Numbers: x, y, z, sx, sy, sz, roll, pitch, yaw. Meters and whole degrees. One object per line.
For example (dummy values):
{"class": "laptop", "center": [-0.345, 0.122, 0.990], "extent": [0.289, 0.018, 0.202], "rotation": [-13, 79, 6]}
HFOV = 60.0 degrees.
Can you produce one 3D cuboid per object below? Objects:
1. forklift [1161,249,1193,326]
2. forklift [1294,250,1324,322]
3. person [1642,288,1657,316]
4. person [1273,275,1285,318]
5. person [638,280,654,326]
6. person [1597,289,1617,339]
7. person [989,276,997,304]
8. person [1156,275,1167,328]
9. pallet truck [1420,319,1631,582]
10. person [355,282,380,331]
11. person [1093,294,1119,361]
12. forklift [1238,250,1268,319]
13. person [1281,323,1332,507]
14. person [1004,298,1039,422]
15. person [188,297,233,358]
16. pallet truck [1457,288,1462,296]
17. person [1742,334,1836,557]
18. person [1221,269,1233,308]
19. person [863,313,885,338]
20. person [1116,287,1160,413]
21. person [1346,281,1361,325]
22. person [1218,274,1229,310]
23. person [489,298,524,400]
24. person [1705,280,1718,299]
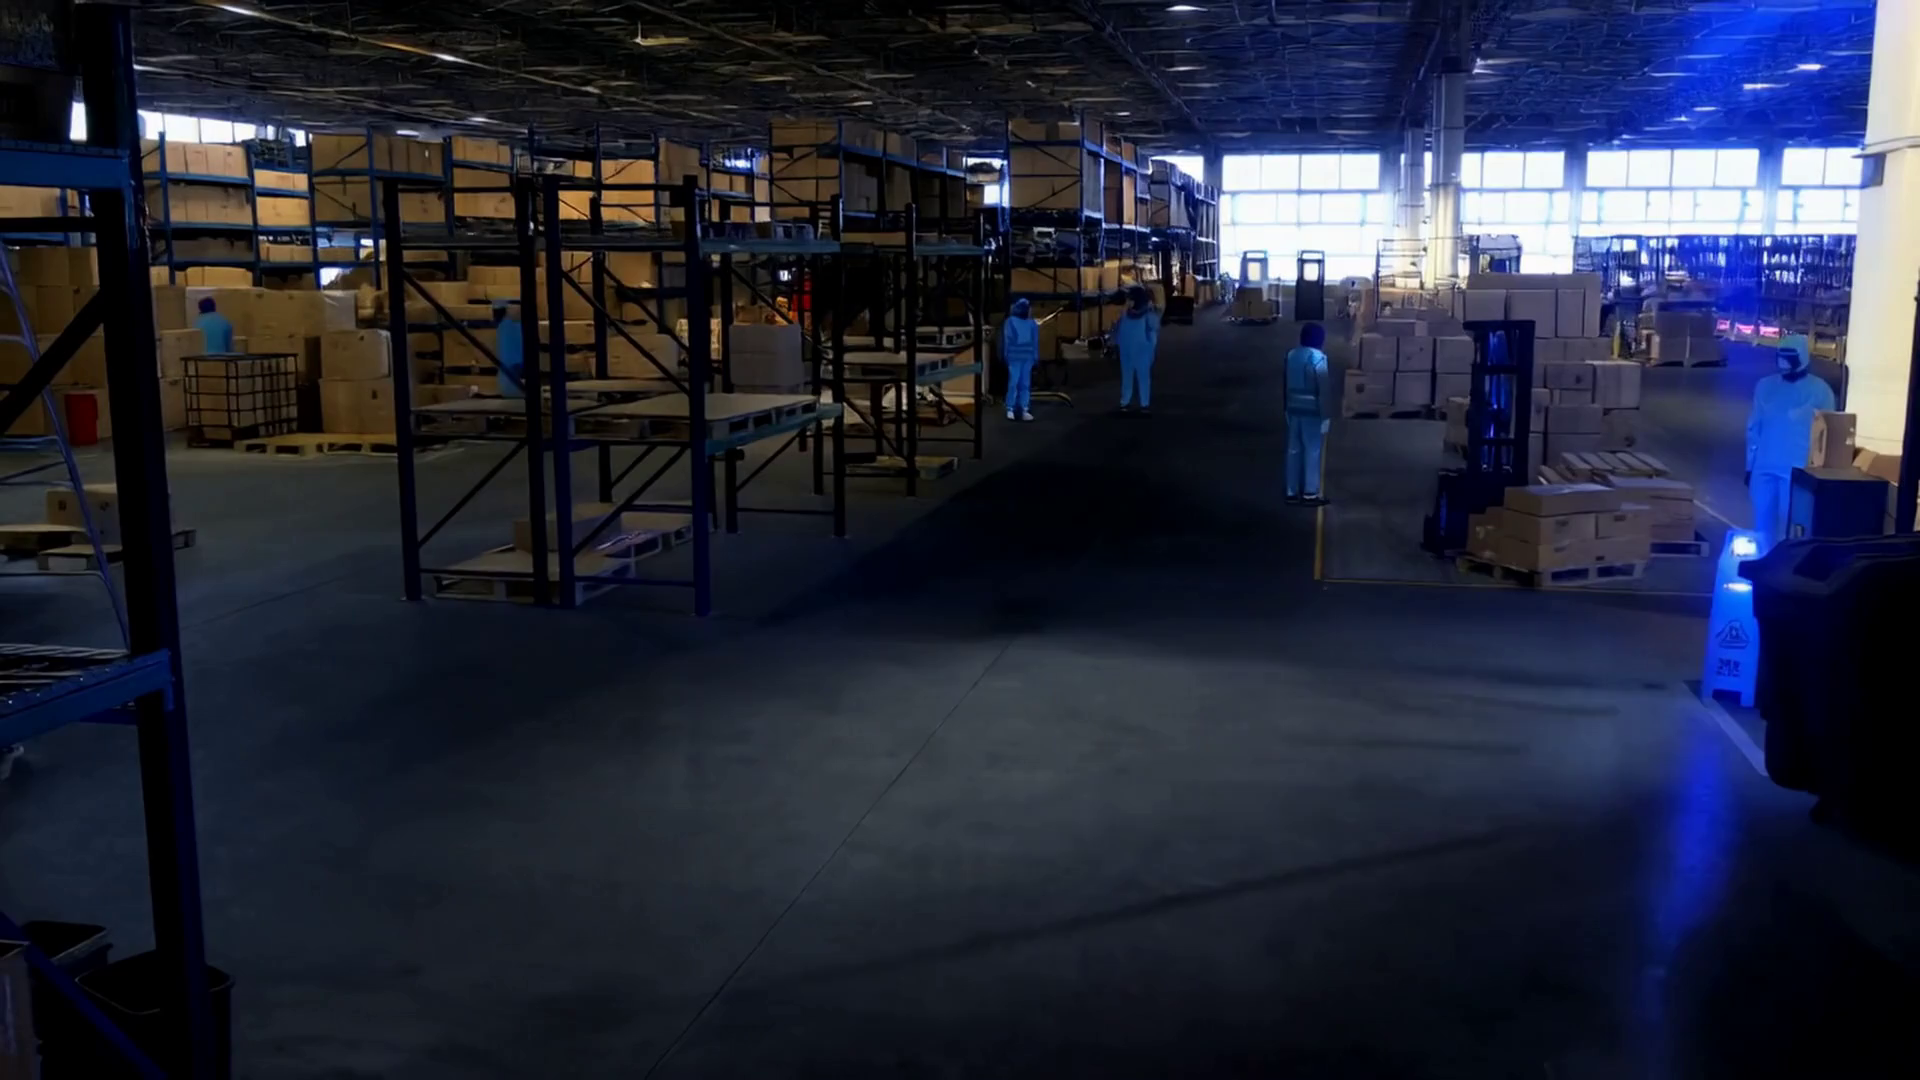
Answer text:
{"class": "forklift", "center": [7.646, -9.320, 61.395], "extent": [1.873, 2.768, 1.129], "rotation": [2, 10, 11]}
{"class": "forklift", "center": [13.778, -10.002, 65.433], "extent": [1.129, 2.768, 1.873], "rotation": [2, 10, 12]}
{"class": "person", "center": [20.788, -6.778, 50.122], "extent": [0.516, 1.607, 0.334], "rotation": [-5, 11, -25]}
{"class": "person", "center": [13.458, -10.280, 70.220], "extent": [0.405, 1.823, 0.591], "rotation": [-7, 12, -37]}
{"class": "person", "center": [-8.050, -5.619, 42.261], "extent": [0.722, 1.934, 0.647], "rotation": [-3, 10, -15]}
{"class": "person", "center": [13.102, -4.146, 33.760], "extent": [0.310, 1.864, 0.532], "rotation": [-2, 10, -14]}
{"class": "person", "center": [1.796, -14.089, 92.477], "extent": [0.563, 1.913, 0.634], "rotation": [2, 10, 11]}
{"class": "person", "center": [7.261, -8.588, 59.899], "extent": [0.418, 1.921, 0.568], "rotation": [1, 10, 7]}
{"class": "pallet truck", "center": [4.543, -0.757, 13.299], "extent": [0.823, 1.965, 1.885], "rotation": [-4, 10, -22]}
{"class": "person", "center": [-14.779, -5.481, 41.541], "extent": [0.587, 1.911, 0.397], "rotation": [-4, 11, -24]}
{"class": "person", "center": [3.705, -5.141, 40.300], "extent": [0.853, 1.647, 0.559], "rotation": [3, 10, 16]}
{"class": "forklift", "center": [11.656, -10.067, 65.819], "extent": [1.129, 2.768, 1.873], "rotation": [2, 10, 12]}
{"class": "person", "center": [3.501, -1.252, 16.713], "extent": [0.429, 1.838, 0.621], "rotation": [-5, 11, -29]}
{"class": "person", "center": [0.934, -2.747, 25.422], "extent": [0.572, 1.883, 0.355], "rotation": [-5, 11, -27]}
{"class": "person", "center": [-11.434, -2.767, 25.477], "extent": [0.889, 1.914, 0.637], "rotation": [9, 13, 44]}
{"class": "pallet truck", "center": [20.506, -9.785, 68.819], "extent": [0.653, 1.274, 1.630], "rotation": [2, 10, 12]}
{"class": "person", "center": [5.951, -0.512, 12.019], "extent": [0.371, 1.940, 0.627], "rotation": [-5, 11, -29]}
{"class": "person", "center": [13.674, -12.894, 85.224], "extent": [0.623, 1.976, 0.760], "rotation": [1, 10, 7]}
{"class": "person", "center": [-1.739, -4.049, 33.848], "extent": [0.546, 1.625, 0.357], "rotation": [5, 11, 29]}
{"class": "person", "center": [2.848, -3.079, 26.918], "extent": [0.681, 2.000, 0.536], "rotation": [6, 11, 30]}
{"class": "person", "center": [14.732, -8.875, 62.302], "extent": [0.559, 1.670, 0.672], "rotation": [1, 10, 8]}
{"class": "person", "center": [12.975, -12.202, 81.798], "extent": [0.552, 1.749, 0.438], "rotation": [2, 10, 10]}
{"class": "person", "center": [-6.792, -2.688, 25.029], "extent": [0.528, 1.895, 0.604], "rotation": [-1, 10, -7]}
{"class": "person", "center": [34.181, -11.263, 75.728], "extent": [0.613, 1.926, 0.694], "rotation": [1, 10, 8]}
